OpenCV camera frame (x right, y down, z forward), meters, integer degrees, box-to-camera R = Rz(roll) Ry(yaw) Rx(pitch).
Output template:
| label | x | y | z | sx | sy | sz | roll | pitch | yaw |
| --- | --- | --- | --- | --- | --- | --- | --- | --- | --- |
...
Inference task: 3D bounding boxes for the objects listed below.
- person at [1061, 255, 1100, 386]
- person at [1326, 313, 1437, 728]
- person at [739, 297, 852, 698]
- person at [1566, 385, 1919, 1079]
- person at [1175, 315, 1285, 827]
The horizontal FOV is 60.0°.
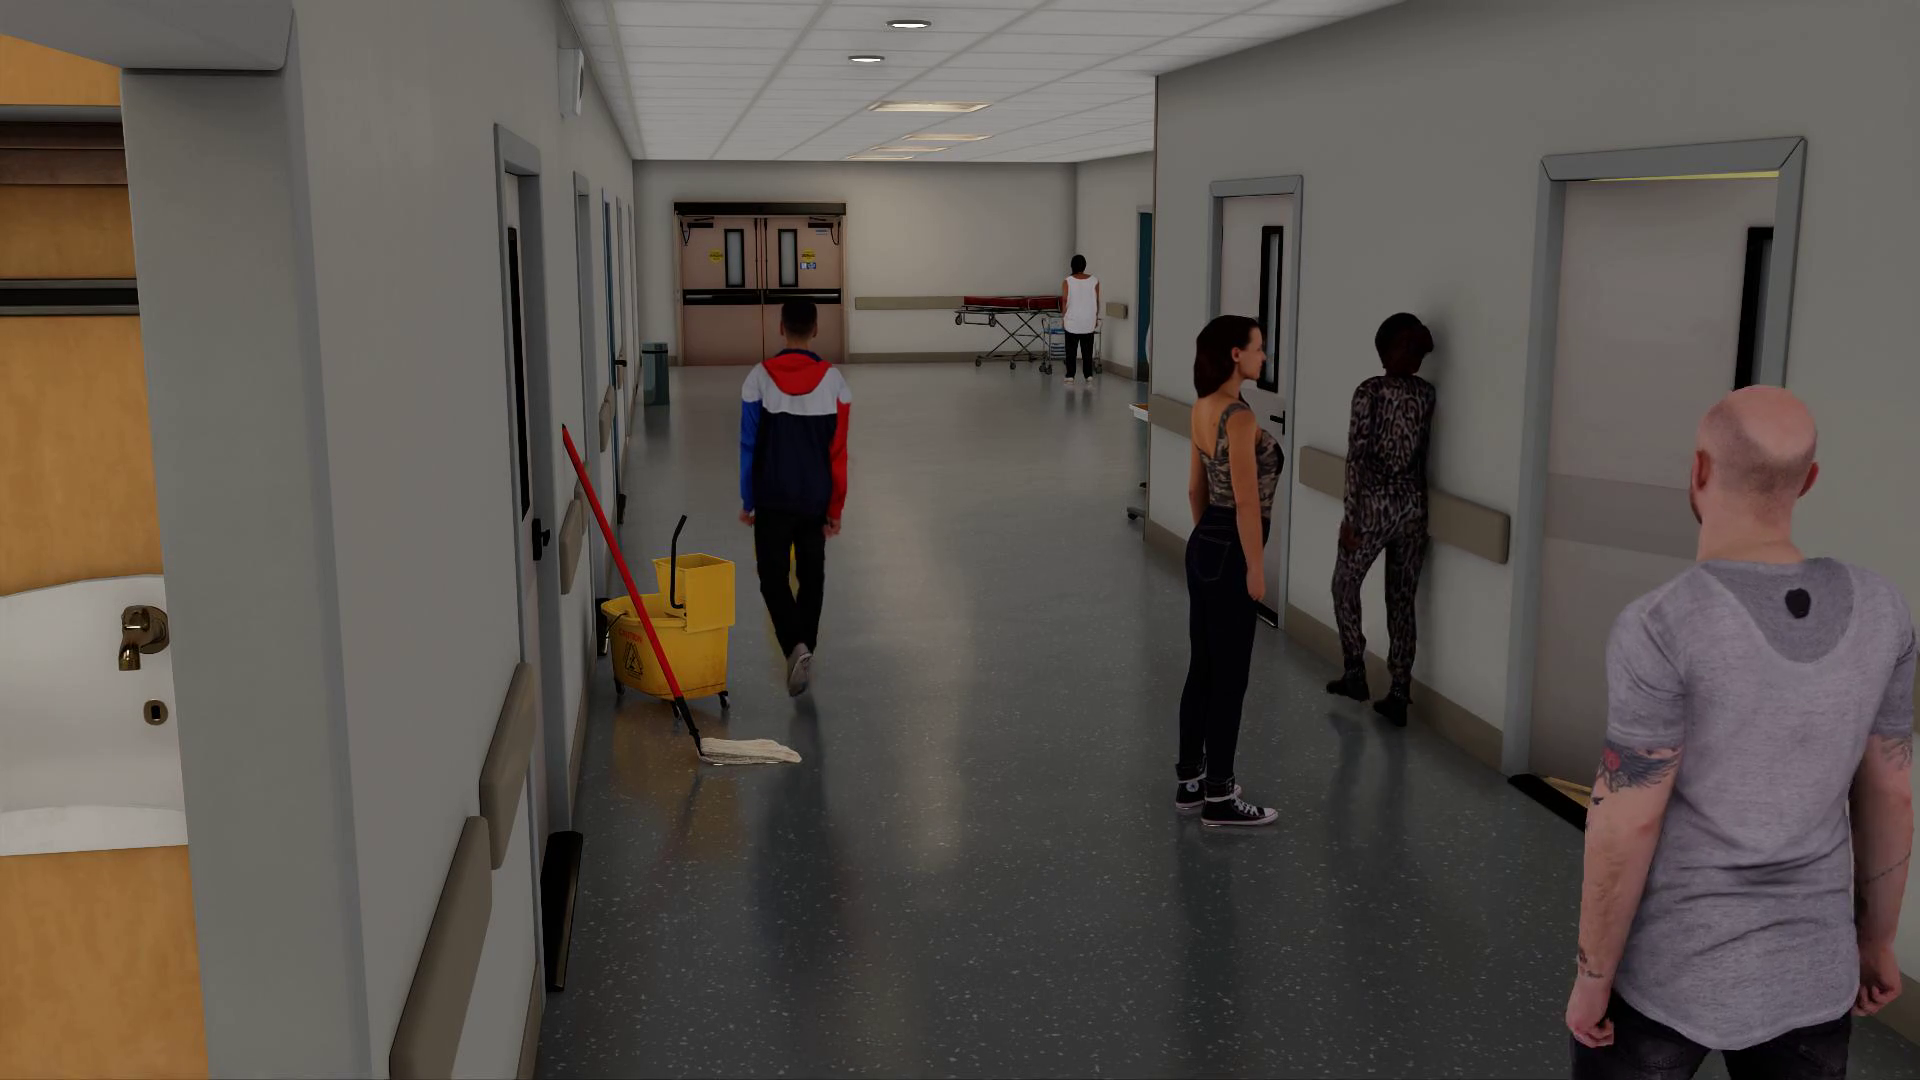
| label | x | y | z | sx | sy | sz | roll | pitch | yaw |
| --- | --- | --- | --- | --- | --- | --- | --- | --- | --- |
| person | 1.547 | -2.880 | 21.725 | 0.648 | 1.688 | 0.585 | -2 | 11 | -11 |
| person | 1.806 | -0.066 | 6.860 | 0.618 | 1.701 | 0.716 | -2 | 11 | -13 |
| person | -0.724 | -0.169 | 7.321 | 0.726 | 1.732 | 1.110 | -3 | 11 | -17 |
| person | 1.241 | 0.701 | 2.549 | 0.717 | 1.803 | 1.126 | -2 | 11 | -11 |
| person | 0.917 | 0.100 | 5.802 | 0.679 | 1.770 | 0.488 | -3 | 11 | -14 |
